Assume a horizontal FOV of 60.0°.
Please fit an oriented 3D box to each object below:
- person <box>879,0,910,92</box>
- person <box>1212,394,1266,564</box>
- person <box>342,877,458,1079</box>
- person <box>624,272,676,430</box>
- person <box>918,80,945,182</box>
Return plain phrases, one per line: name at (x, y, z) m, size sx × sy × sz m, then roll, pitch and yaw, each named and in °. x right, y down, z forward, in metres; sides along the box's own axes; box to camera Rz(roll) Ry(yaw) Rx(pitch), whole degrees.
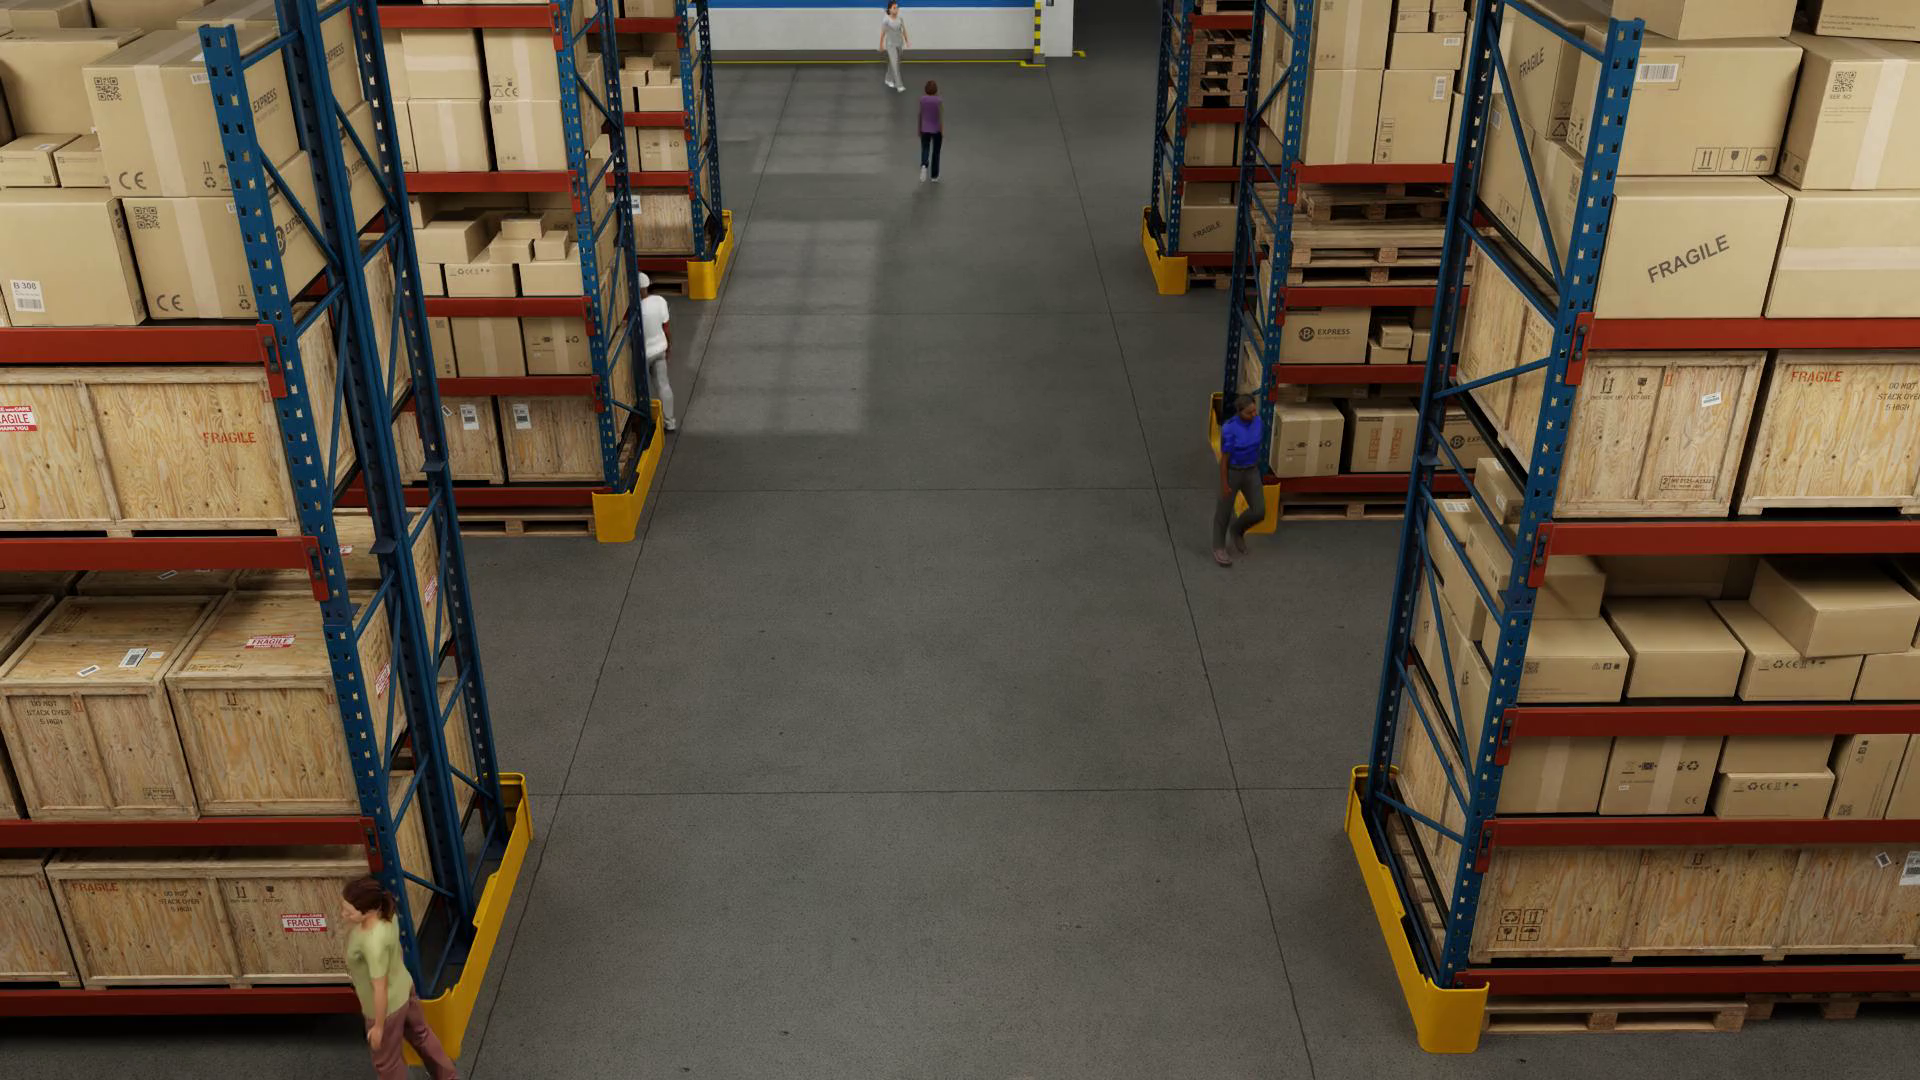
person at (-1.213, -9.305, 31.316) m, size 0.481 × 1.634 × 0.977 m, roll -18°, pitch 33°, yaw -30°
person at (2.529, -0.567, 15.033) m, size 0.492 × 1.653 × 0.439 m, roll -11°, pitch 30°, yaw -20°
person at (-3.156, 2.546, 9.250) m, size 0.474 × 1.670 × 0.605 m, roll -3°, pitch 28°, yaw -6°
person at (-3.373, -2.031, 17.681) m, size 0.736 × 1.762 × 0.586 m, roll 22°, pitch 35°, yaw 35°
person at (-0.456, -6.336, 25.851) m, size 0.441 × 1.597 × 0.617 m, roll 5°, pitch 29°, yaw 9°
